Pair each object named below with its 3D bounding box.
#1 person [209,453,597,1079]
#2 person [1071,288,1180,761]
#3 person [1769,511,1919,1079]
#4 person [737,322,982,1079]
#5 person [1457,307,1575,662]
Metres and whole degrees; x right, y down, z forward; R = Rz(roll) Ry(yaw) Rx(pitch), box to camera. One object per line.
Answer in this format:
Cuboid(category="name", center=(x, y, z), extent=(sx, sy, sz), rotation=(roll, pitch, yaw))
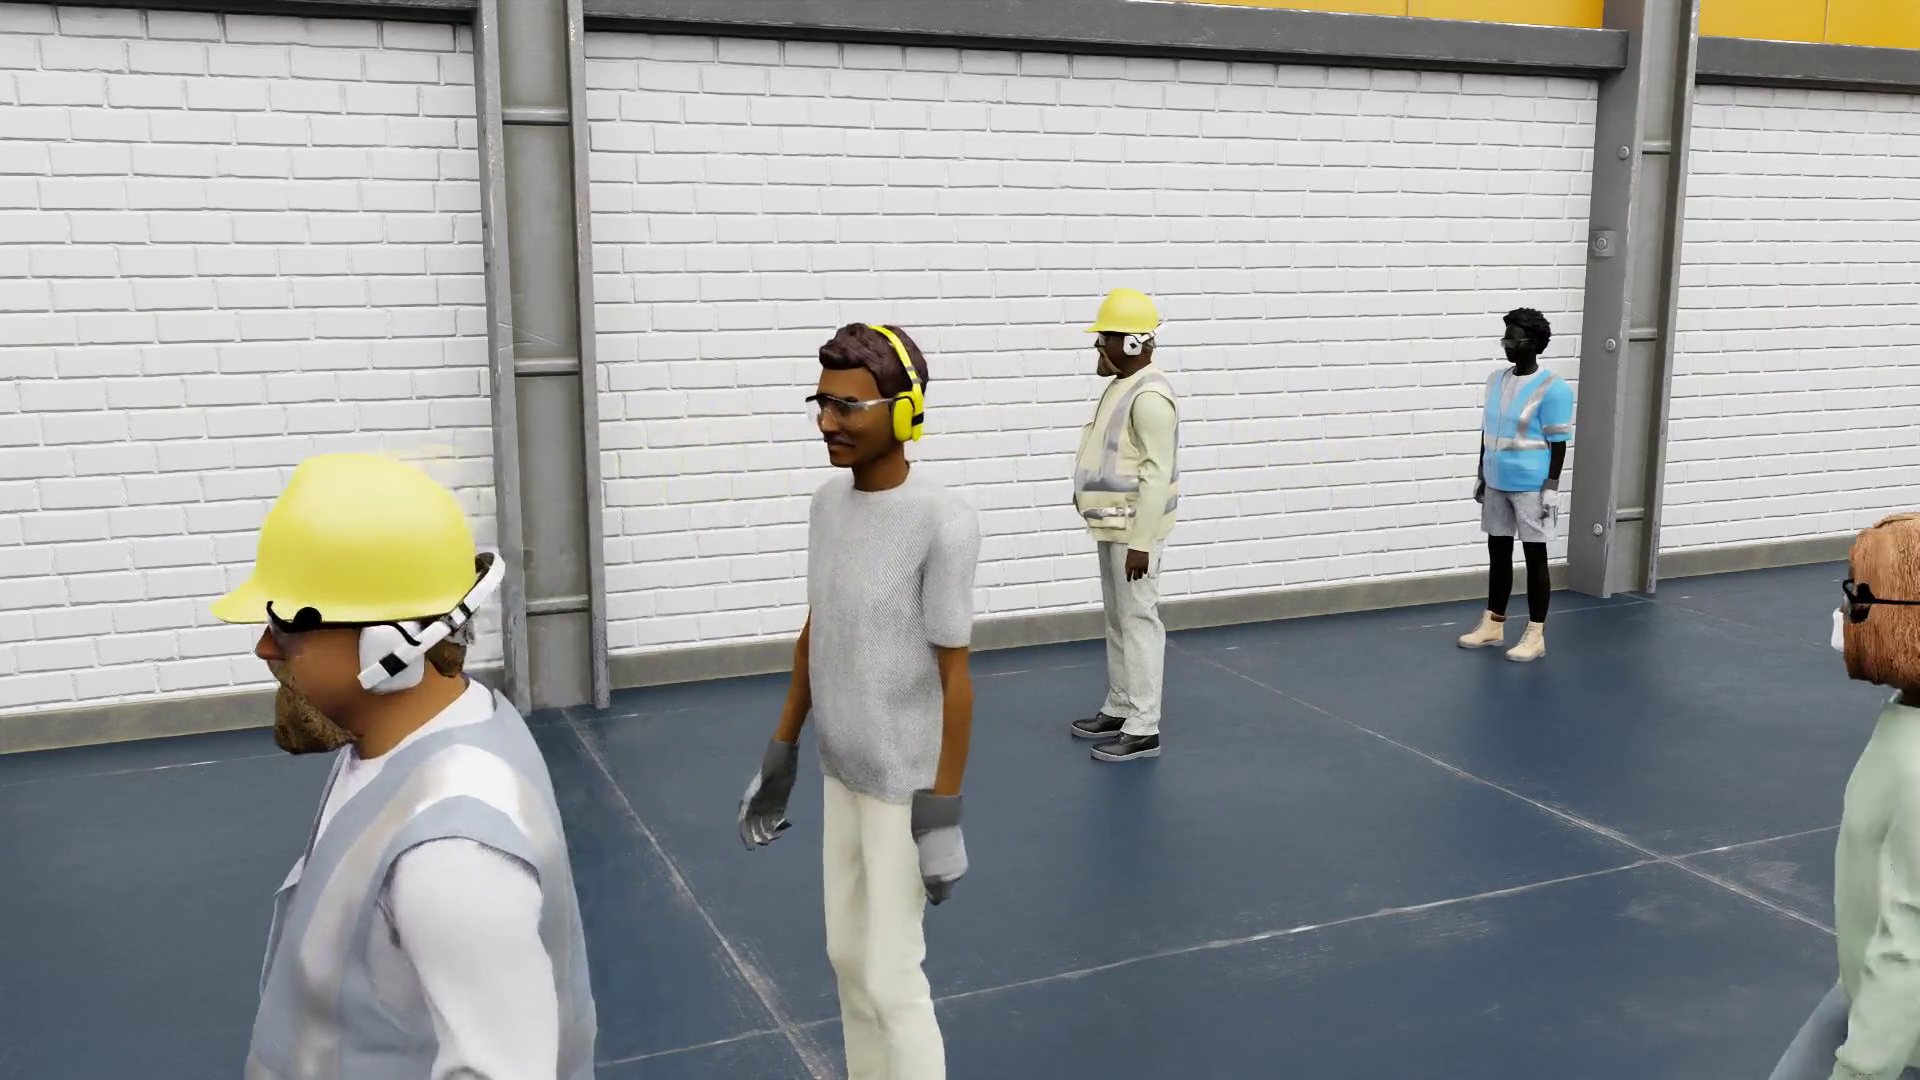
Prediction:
Cuboid(category="person", center=(-0.677, 0.776, 2.054), extent=(0.947, 1.784, 0.595), rotation=(-3, 11, -17))
Cuboid(category="person", center=(0.644, -0.061, 6.509), extent=(0.404, 1.833, 0.592), rotation=(-2, 10, -9))
Cuboid(category="person", center=(1.402, 0.754, 2.609), extent=(0.559, 1.615, 0.536), rotation=(5, 11, 26))
Cuboid(category="person", center=(-0.196, 0.501, 3.335), extent=(0.381, 1.867, 0.524), rotation=(-8, 13, -37))
Cuboid(category="person", center=(2.693, -0.269, 8.027), extent=(0.322, 1.697, 0.530), rotation=(-5, 11, -26))
